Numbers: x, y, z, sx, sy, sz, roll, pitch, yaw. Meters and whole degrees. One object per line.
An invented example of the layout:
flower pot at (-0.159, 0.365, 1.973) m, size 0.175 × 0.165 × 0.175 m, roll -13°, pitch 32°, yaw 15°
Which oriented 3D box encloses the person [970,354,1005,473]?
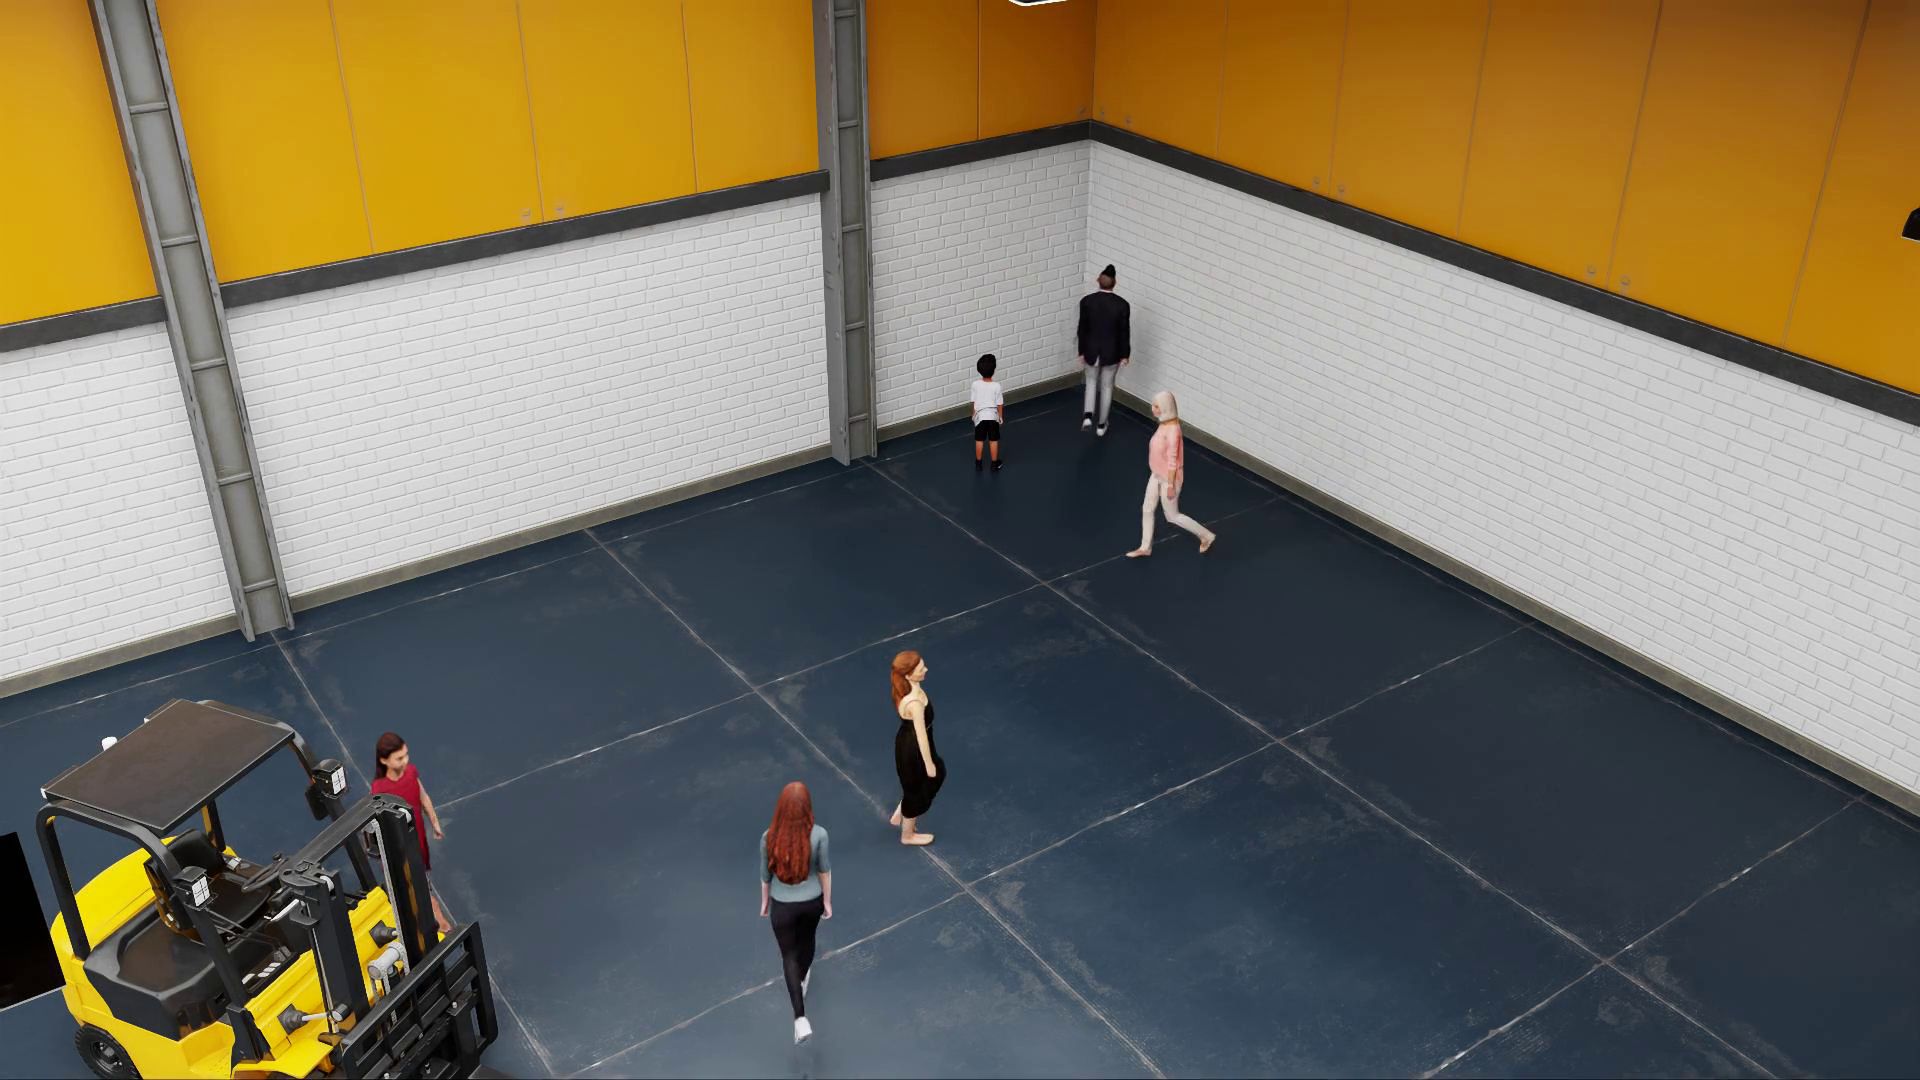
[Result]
person at (0.275, -1.293, 16.918) m, size 0.579 × 1.261 × 0.640 m, roll 5°, pitch 29°, yaw 8°

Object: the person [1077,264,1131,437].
person at (1.487, -1.954, 17.422) m, size 0.927 × 1.938 × 0.989 m, roll 8°, pitch 30°, yaw 14°

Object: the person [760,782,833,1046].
person at (-0.979, 2.242, 9.959) m, size 1.089 × 1.719 × 0.965 m, roll -4°, pitch 29°, yaw -6°

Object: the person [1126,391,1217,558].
person at (1.978, -0.568, 15.138) m, size 1.137 × 1.693 × 0.931 m, roll -2°, pitch 29°, yaw -5°

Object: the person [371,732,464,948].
person at (-3.651, 1.896, 10.805) m, size 0.909 × 1.516 × 0.972 m, roll 12°, pitch 31°, yaw 21°

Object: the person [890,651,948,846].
person at (-0.401, 1.468, 11.491) m, size 0.755 × 1.610 × 0.700 m, roll -3°, pitch 29°, yaw -6°
